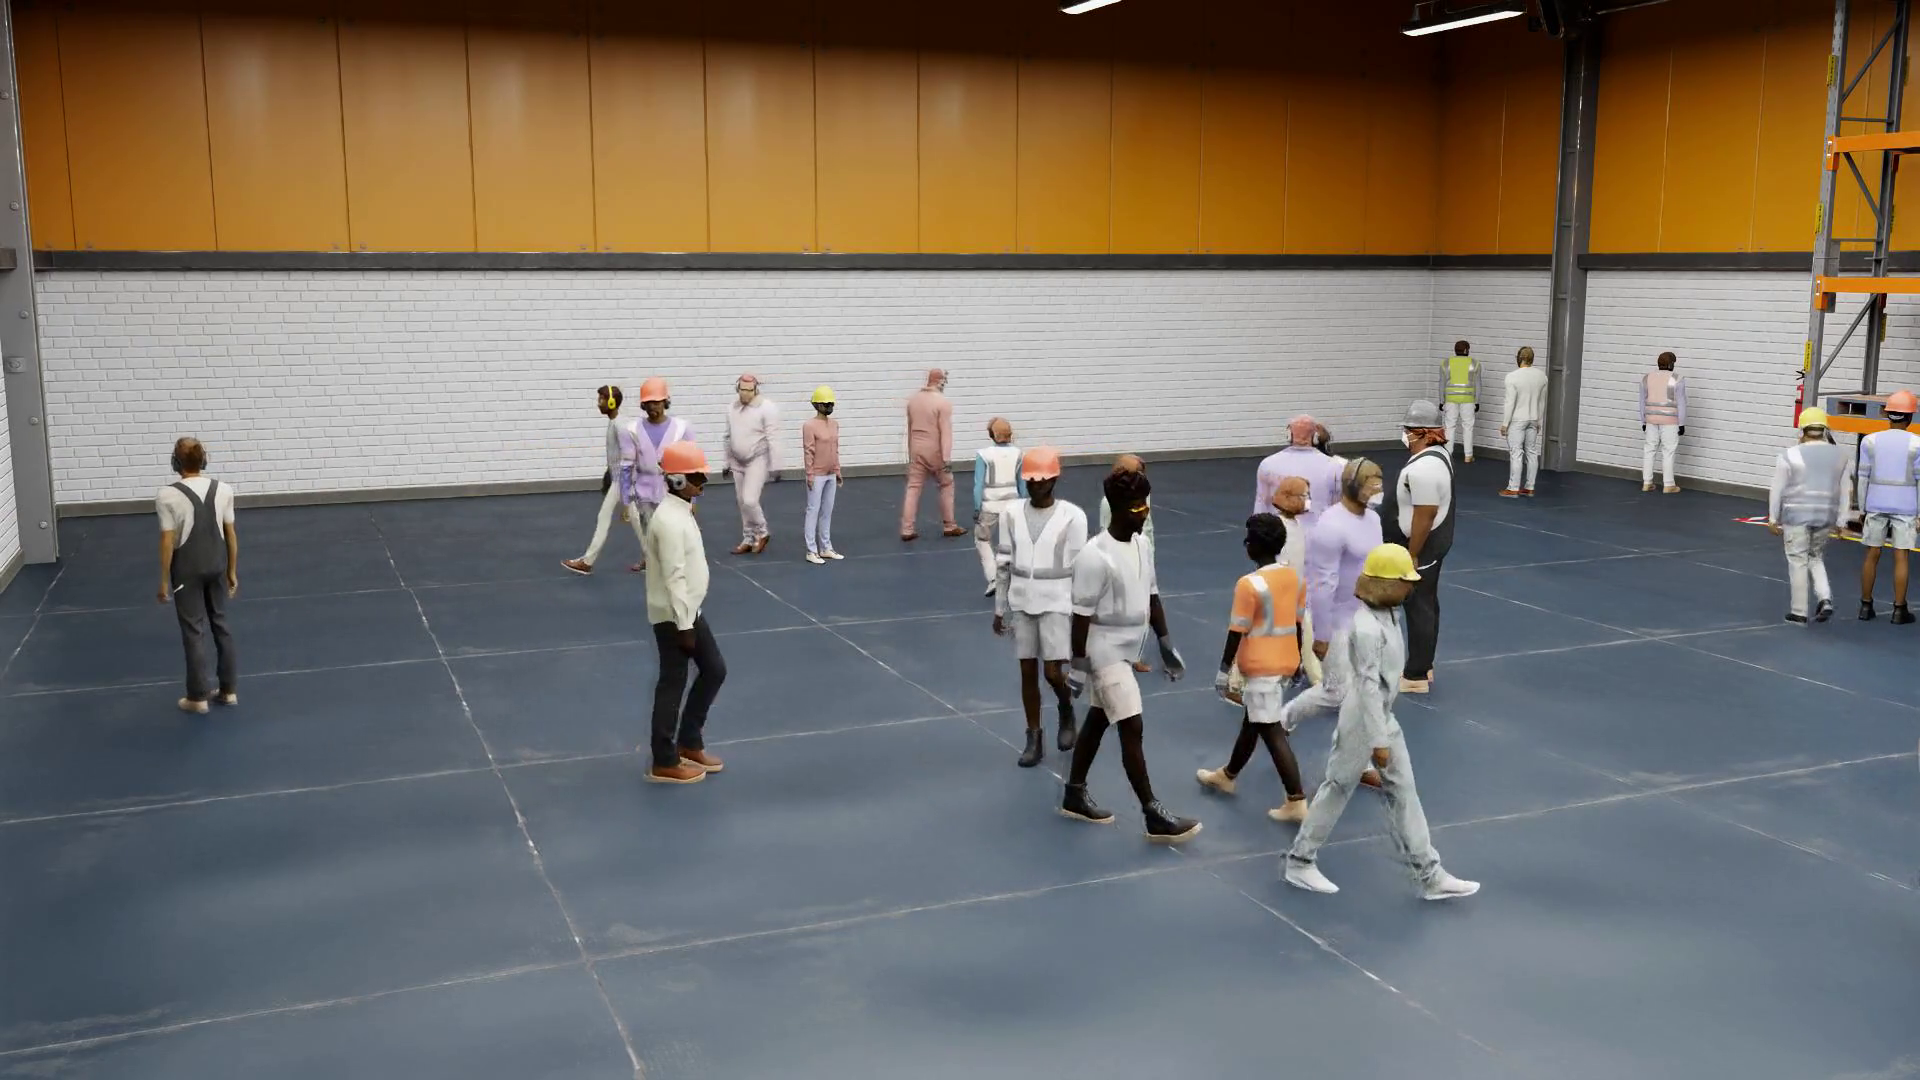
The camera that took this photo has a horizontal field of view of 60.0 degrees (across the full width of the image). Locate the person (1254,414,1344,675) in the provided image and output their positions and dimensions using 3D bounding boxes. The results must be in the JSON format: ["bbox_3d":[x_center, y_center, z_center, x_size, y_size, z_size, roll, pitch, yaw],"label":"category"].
[{"bbox_3d":[2.507,0.012,12.267,0.675,1.870,0.852,2,10,13],"label":"person"}]

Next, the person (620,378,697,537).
[{"bbox_3d":[-2.564,-0.351,14.046,0.630,2.011,0.839,0,9,-1],"label":"person"}]

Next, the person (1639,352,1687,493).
[{"bbox_3d":[9.209,-1.540,21.777,0.429,1.844,0.627,-8,12,-39],"label":"person"}]

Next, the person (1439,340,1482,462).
[{"bbox_3d":[7.558,-2.094,25.146,0.622,1.840,0.430,4,10,24],"label":"person"}]

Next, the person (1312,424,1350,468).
[{"bbox_3d":[2.705,0.012,12.537,0.617,1.806,0.916,4,10,25],"label":"person"}]

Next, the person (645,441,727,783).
[{"bbox_3d":[-1.538,0.420,9.467,0.562,1.976,0.659,0,9,-3],"label":"person"}]

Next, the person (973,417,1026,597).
[{"bbox_3d":[0.345,-0.273,14.730,0.546,1.625,0.375,-5,10,-26],"label":"person"}]

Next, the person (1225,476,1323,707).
[{"bbox_3d":[2.175,0.368,10.999,0.892,1.582,0.512,6,11,30],"label":"person"}]

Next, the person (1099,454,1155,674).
[{"bbox_3d":[1.162,0.148,12.243,0.546,1.604,0.674,-9,13,-43],"label":"person"}]

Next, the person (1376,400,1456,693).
[{"bbox_3d":[3.164,0.035,11.631,0.538,2.000,0.687,4,10,23],"label":"person"}]

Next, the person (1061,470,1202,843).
[{"bbox_3d":[0.907,0.596,8.616,0.943,1.910,0.611,5,11,30],"label":"person"}]

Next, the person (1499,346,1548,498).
[{"bbox_3d":[7.190,-1.504,21.268,0.630,1.940,0.370,-4,10,-22],"label":"person"}]

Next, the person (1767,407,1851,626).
[{"bbox_3d":[6.961,-0.186,13.675,0.588,1.809,0.431,0,9,-1],"label":"person"}]

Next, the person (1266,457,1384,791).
[{"bbox_3d":[2.130,0.464,9.471,0.737,1.911,0.636,8,12,40],"label":"person"}]

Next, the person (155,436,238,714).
[{"bbox_3d":[-5.058,0.228,11.053,0.337,1.844,0.510,7,12,37],"label":"person"}]

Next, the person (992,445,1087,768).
[{"bbox_3d":[0.479,0.388,9.847,0.559,1.924,0.483,4,10,24],"label":"person"}]

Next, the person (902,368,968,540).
[{"bbox_3d":[-0.272,-0.927,18.013,0.760,1.851,0.912,9,13,44],"label":"person"}]

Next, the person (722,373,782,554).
[{"bbox_3d":[-2.148,-0.764,16.949,0.716,1.880,0.442,7,12,37],"label":"person"}]

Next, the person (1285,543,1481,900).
[{"bbox_3d":[1.950,0.853,7.722,0.902,1.692,0.513,5,11,28],"label":"person"}]

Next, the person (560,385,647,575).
[{"bbox_3d":[-3.352,-0.570,15.963,0.962,1.815,0.573,-2,10,-12],"label":"person"}]

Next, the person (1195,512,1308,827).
[{"bbox_3d":[1.608,0.671,8.961,0.854,1.649,0.540,8,13,42],"label":"person"}]

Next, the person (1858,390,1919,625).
[{"bbox_3d":[7.730,-0.270,13.787,0.544,1.939,0.354,9,13,43],"label":"person"}]

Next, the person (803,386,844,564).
[{"bbox_3d":[-1.362,-0.652,16.626,0.313,1.769,0.523,6,11,32],"label":"person"}]
